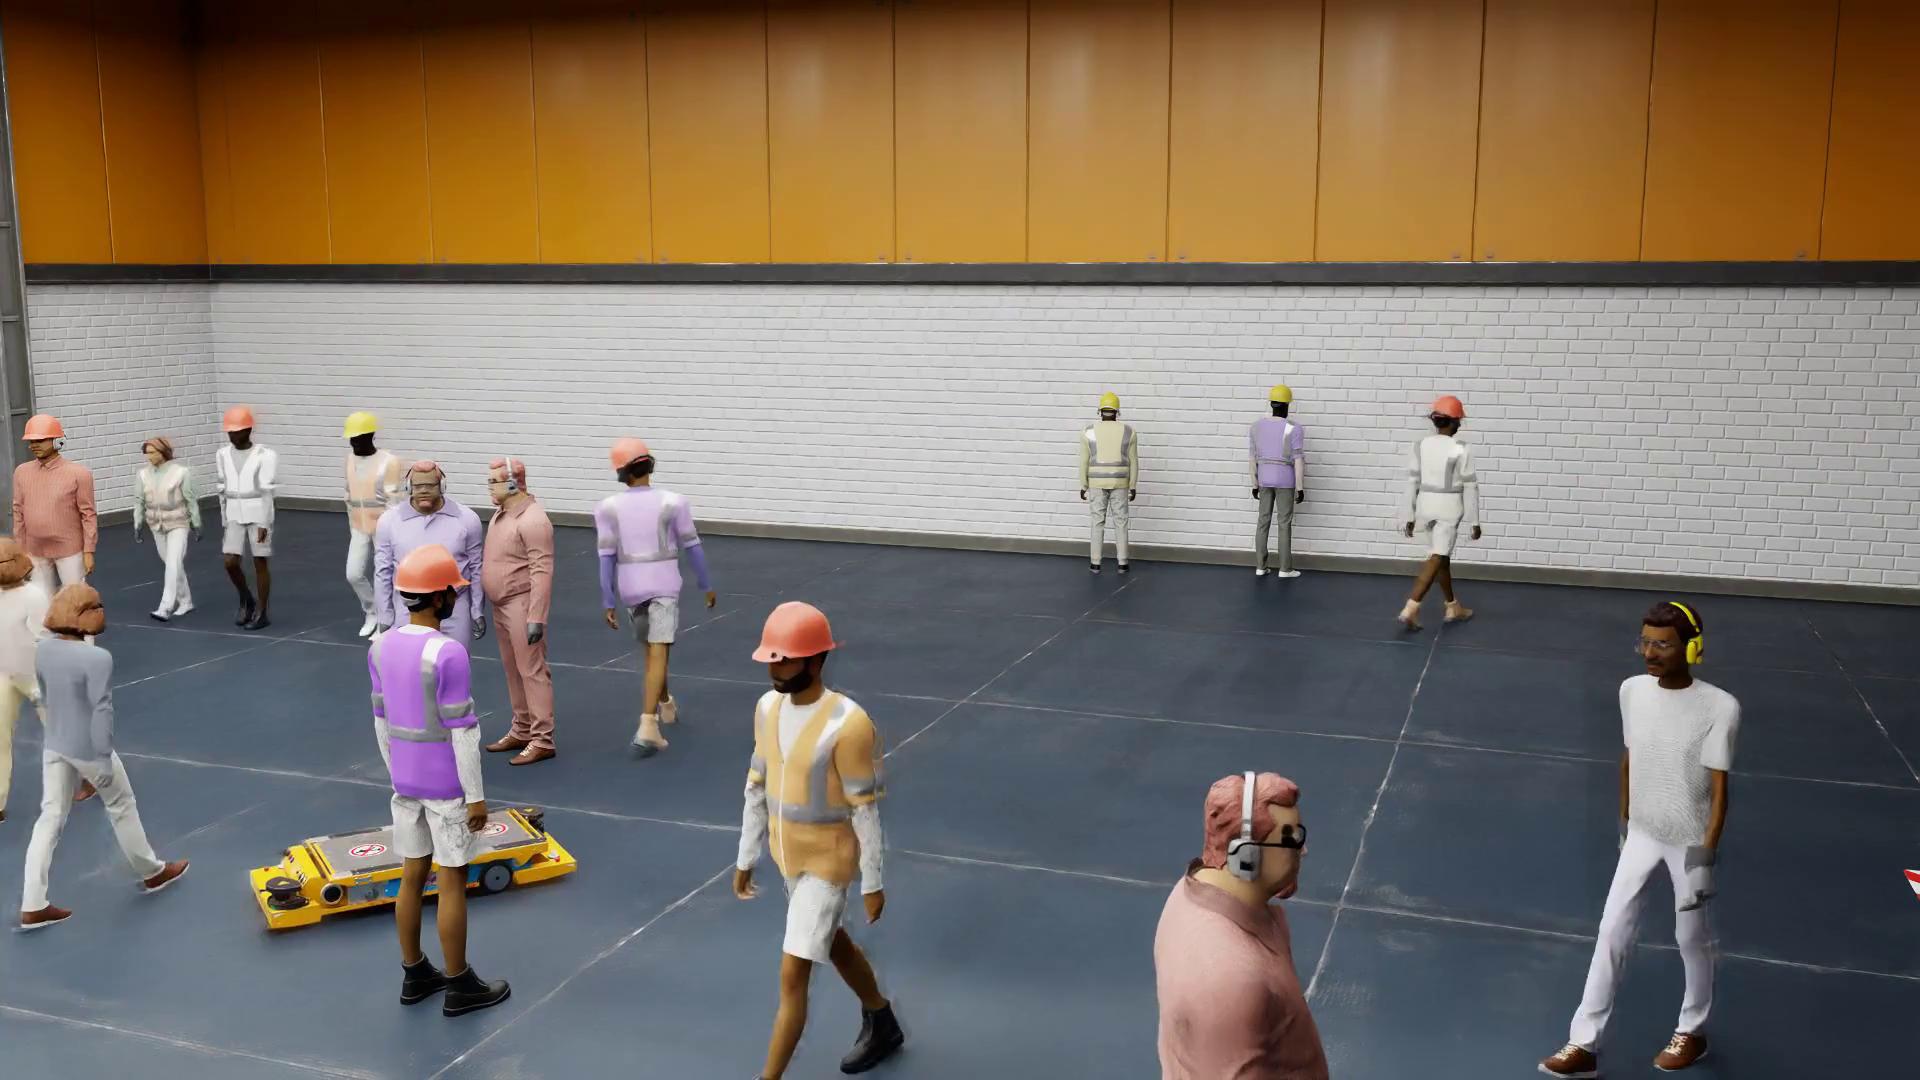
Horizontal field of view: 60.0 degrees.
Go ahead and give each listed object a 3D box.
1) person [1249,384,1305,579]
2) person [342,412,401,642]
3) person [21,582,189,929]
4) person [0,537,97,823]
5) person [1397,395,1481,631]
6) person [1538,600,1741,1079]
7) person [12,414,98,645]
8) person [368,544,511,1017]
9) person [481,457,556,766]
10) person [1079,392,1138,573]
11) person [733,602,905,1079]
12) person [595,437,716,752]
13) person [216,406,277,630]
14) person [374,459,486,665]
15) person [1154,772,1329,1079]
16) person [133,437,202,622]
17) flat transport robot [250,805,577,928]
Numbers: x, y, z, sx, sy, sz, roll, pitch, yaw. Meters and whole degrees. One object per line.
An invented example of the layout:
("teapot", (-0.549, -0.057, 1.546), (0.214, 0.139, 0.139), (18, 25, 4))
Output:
("person", (3.147, -0.576, 16.496), (0.588, 1.927, 0.365), (7, 11, 35))
("person", (-4.821, -0.100, 13.625), (0.582, 1.905, 0.440), (3, 10, 17))
("person", (-4.130, 0.981, 7.865), (0.518, 1.580, 0.850), (4, 10, 24))
("person", (-5.183, 0.759, 9.280), (0.511, 1.591, 0.860), (3, 10, 20))
("person", (4.080, -0.232, 14.170), (1.049, 2.003, 0.621), (-7, 11, -36))
("person", (2.557, 1.144, 6.139), (0.908, 1.834, 0.516), (-7, 12, -37))
("person", (-6.694, 0.066, 12.300), (0.610, 1.996, 0.379), (0, 9, 2))
("person", (-2.145, 0.977, 6.823), (0.543, 1.940, 0.361), (6, 11, 32))
("person", (-2.756, 0.433, 10.305), (0.403, 1.904, 0.651), (-7, 11, -36))
("person", (1.494, -0.574, 16.770), (0.591, 1.833, 0.404), (1, 9, 4))
("person", (-0.539, 1.137, 6.020), (1.022, 1.884, 0.567), (-9, 13, -44))
("person", (-1.993, 0.332, 10.706), (0.696, 1.982, 1.056), (1, 9, 5))
("person", (-6.024, -0.177, 14.050), (0.539, 1.916, 0.431), (1, 9, 3))
("person", (-3.232, 0.453, 10.177), (0.651, 1.904, 0.404), (-3, 10, -16))
("person", (0.653, 1.466, 3.895), (0.403, 1.906, 0.651), (1, 9, 3))
("person", (-6.923, -0.080, 14.413), (0.530, 1.594, 0.837), (1, 9, 9))
("flat transport robot", (-2.693, 1.585, 8.212), (1.431, 0.197, 0.652), (-5, 11, -30))
